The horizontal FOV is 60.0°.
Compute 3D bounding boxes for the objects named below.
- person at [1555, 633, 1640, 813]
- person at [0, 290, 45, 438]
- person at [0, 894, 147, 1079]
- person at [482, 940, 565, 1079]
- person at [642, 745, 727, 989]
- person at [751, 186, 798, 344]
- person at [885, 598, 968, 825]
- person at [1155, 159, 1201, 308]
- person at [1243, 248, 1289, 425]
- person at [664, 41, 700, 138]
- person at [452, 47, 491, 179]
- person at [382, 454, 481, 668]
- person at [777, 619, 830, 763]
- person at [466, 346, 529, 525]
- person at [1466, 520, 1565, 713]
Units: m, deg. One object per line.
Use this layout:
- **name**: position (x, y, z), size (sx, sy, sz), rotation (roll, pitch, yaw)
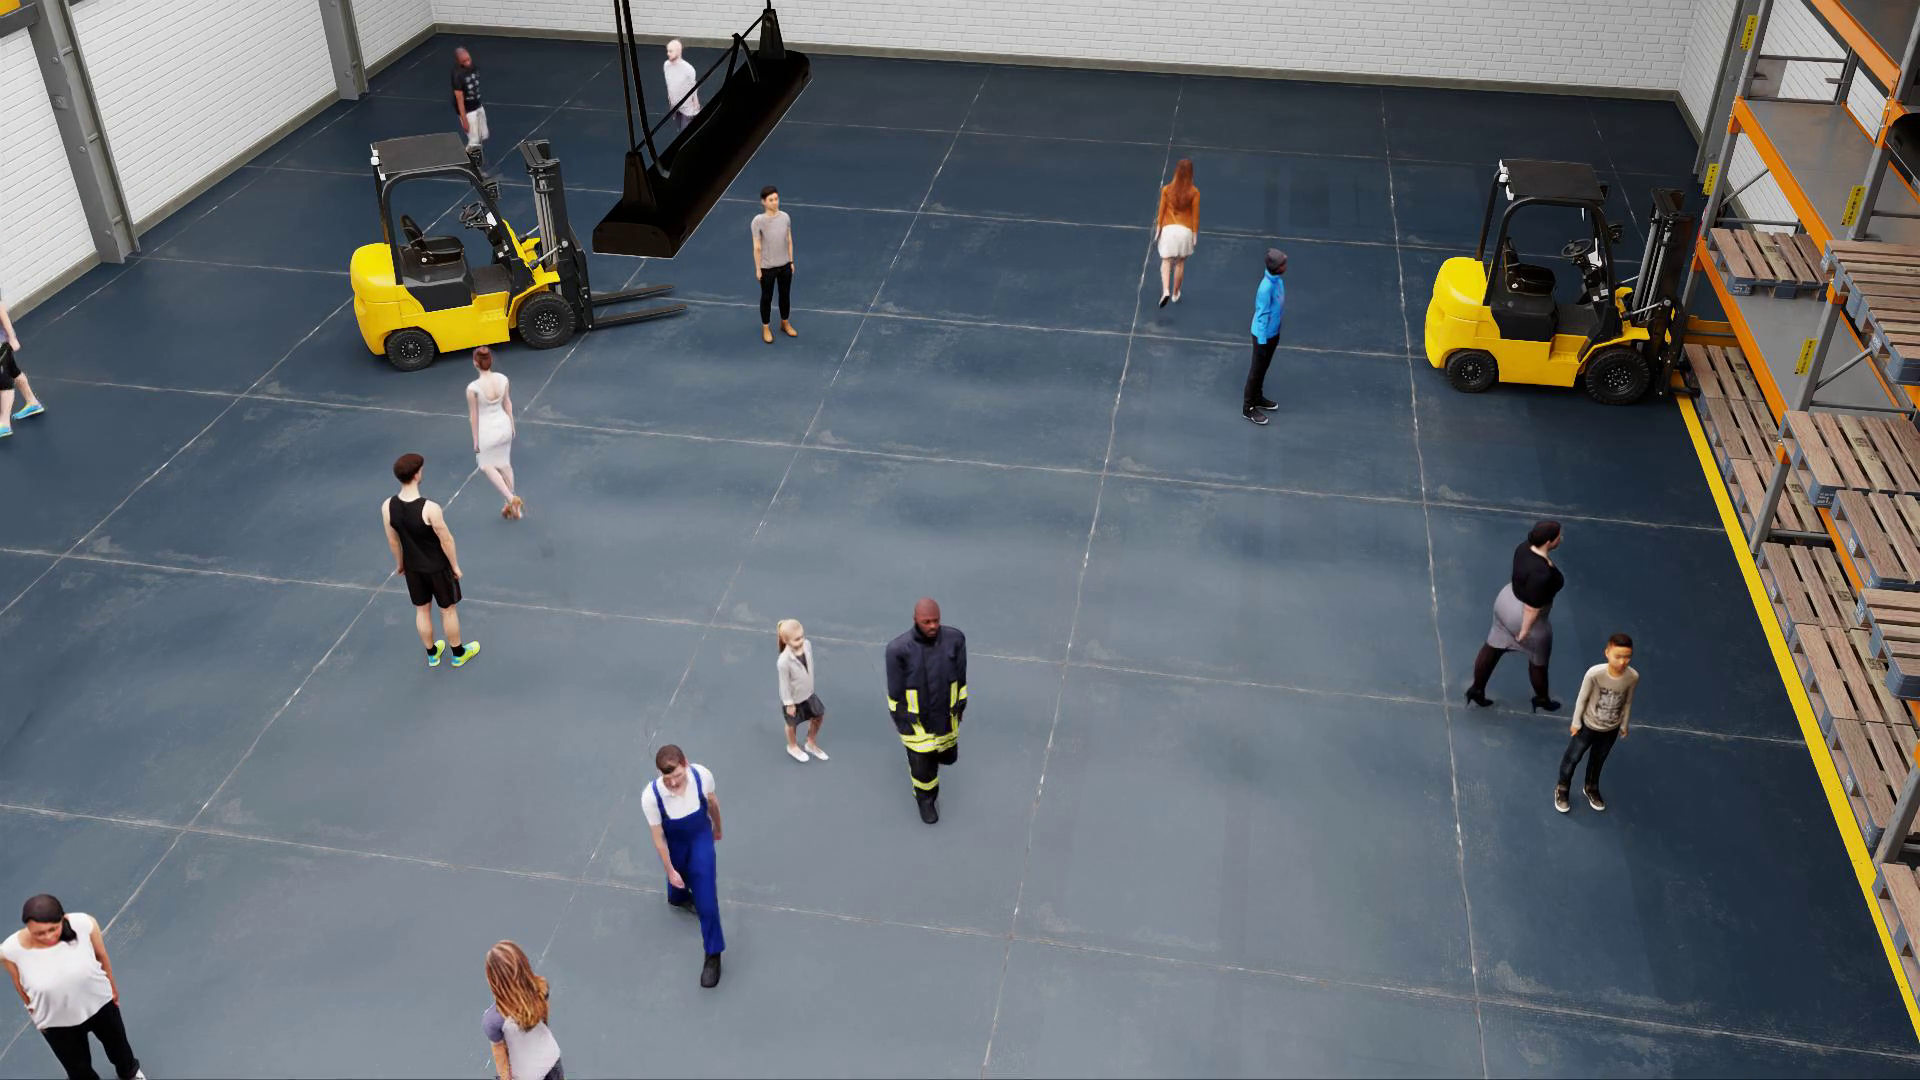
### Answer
- **person**: position (4.510, 1.273, 11.739), size (0.593, 1.465, 0.565), rotation (-1, 34, -1)
- **person**: position (-9.383, -1.998, 16.301), size (0.918, 1.865, 1.095), rotation (19, 38, 26)
- **person**: position (-5.056, 2.634, 9.498), size (0.769, 1.681, 0.823), rotation (-19, 38, -26)
- **person**: position (-2.278, 2.918, 9.079), size (0.957, 1.671, 1.092), rotation (21, 39, 28)
- **person**: position (-1.736, 1.884, 10.518), size (1.019, 1.799, 1.225), rotation (-17, 37, -23)
- **person**: position (-2.004, -2.996, 17.928), size (0.686, 1.725, 0.721), rotation (-17, 37, -23)
- **person**: position (-0.259, 1.110, 11.675), size (0.957, 1.808, 1.086), rotation (-8, 35, -12)
- **person**: position (2.405, -3.376, 18.519), size (0.613, 1.704, 0.855), rotation (6, 34, 8)
- **person**: position (3.014, -2.044, 16.431), size (0.736, 1.797, 0.566), rotation (15, 36, 21)
- **person**: position (-3.560, -5.699, 21.925), size (1.024, 1.802, 1.210), rotation (21, 39, 28)
- **person**: position (-6.449, -5.623, 21.841), size (0.879, 1.768, 0.840), rotation (7, 34, 10)
- **person**: position (-4.166, 0.184, 12.995), size (0.683, 1.891, 0.574), rotation (4, 34, 6)
- **person**: position (-1.236, 1.088, 12.200), size (0.693, 1.264, 0.629), rotation (26, 41, 33)
- **person**: position (-4.064, -0.876, 14.687), size (0.817, 1.782, 0.859), rotation (-27, 42, -35)
- **person**: position (4.127, 0.598, 12.516), size (0.878, 1.730, 0.958), rotation (-4, 34, -6)
